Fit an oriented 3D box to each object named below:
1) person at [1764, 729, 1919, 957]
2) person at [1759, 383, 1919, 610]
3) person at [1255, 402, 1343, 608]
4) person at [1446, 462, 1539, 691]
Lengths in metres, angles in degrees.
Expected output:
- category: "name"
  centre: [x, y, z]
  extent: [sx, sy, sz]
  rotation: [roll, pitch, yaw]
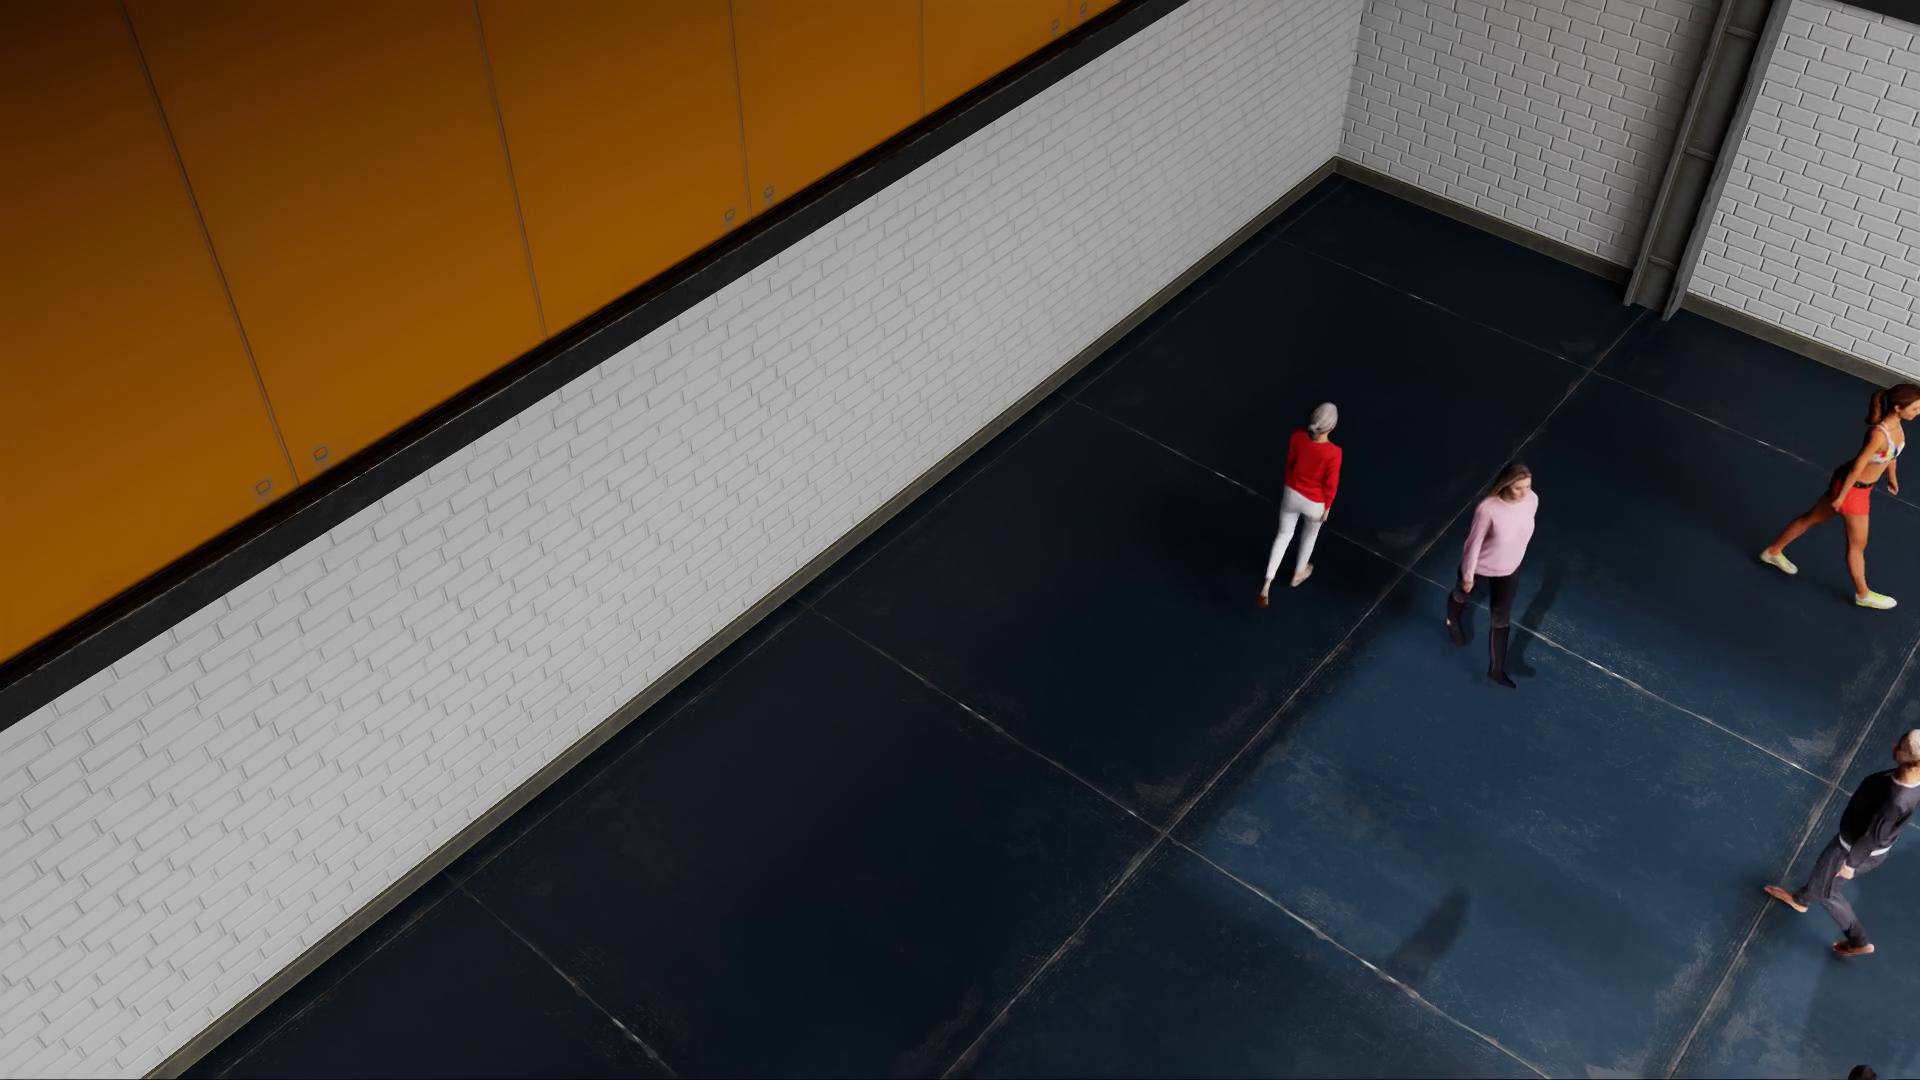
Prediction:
- category: "person"
  centre: [4.969, 1.653, 9.036]
  extent: [0.884, 1.717, 0.663]
  rotation: [34, 53, 31]
- category: "person"
  centre: [5.888, -0.376, 11.147]
  extent: [1.137, 1.744, 0.628]
  rotation: [27, 50, 25]
- category: "person"
  centre: [2.238, -0.211, 11.022]
  extent: [0.903, 1.678, 0.660]
  rotation: [26, 49, 25]
- category: "person"
  centre: [3.374, 0.099, 10.714]
  extent: [1.003, 1.654, 1.107]
  rotation: [-7, 44, -8]
